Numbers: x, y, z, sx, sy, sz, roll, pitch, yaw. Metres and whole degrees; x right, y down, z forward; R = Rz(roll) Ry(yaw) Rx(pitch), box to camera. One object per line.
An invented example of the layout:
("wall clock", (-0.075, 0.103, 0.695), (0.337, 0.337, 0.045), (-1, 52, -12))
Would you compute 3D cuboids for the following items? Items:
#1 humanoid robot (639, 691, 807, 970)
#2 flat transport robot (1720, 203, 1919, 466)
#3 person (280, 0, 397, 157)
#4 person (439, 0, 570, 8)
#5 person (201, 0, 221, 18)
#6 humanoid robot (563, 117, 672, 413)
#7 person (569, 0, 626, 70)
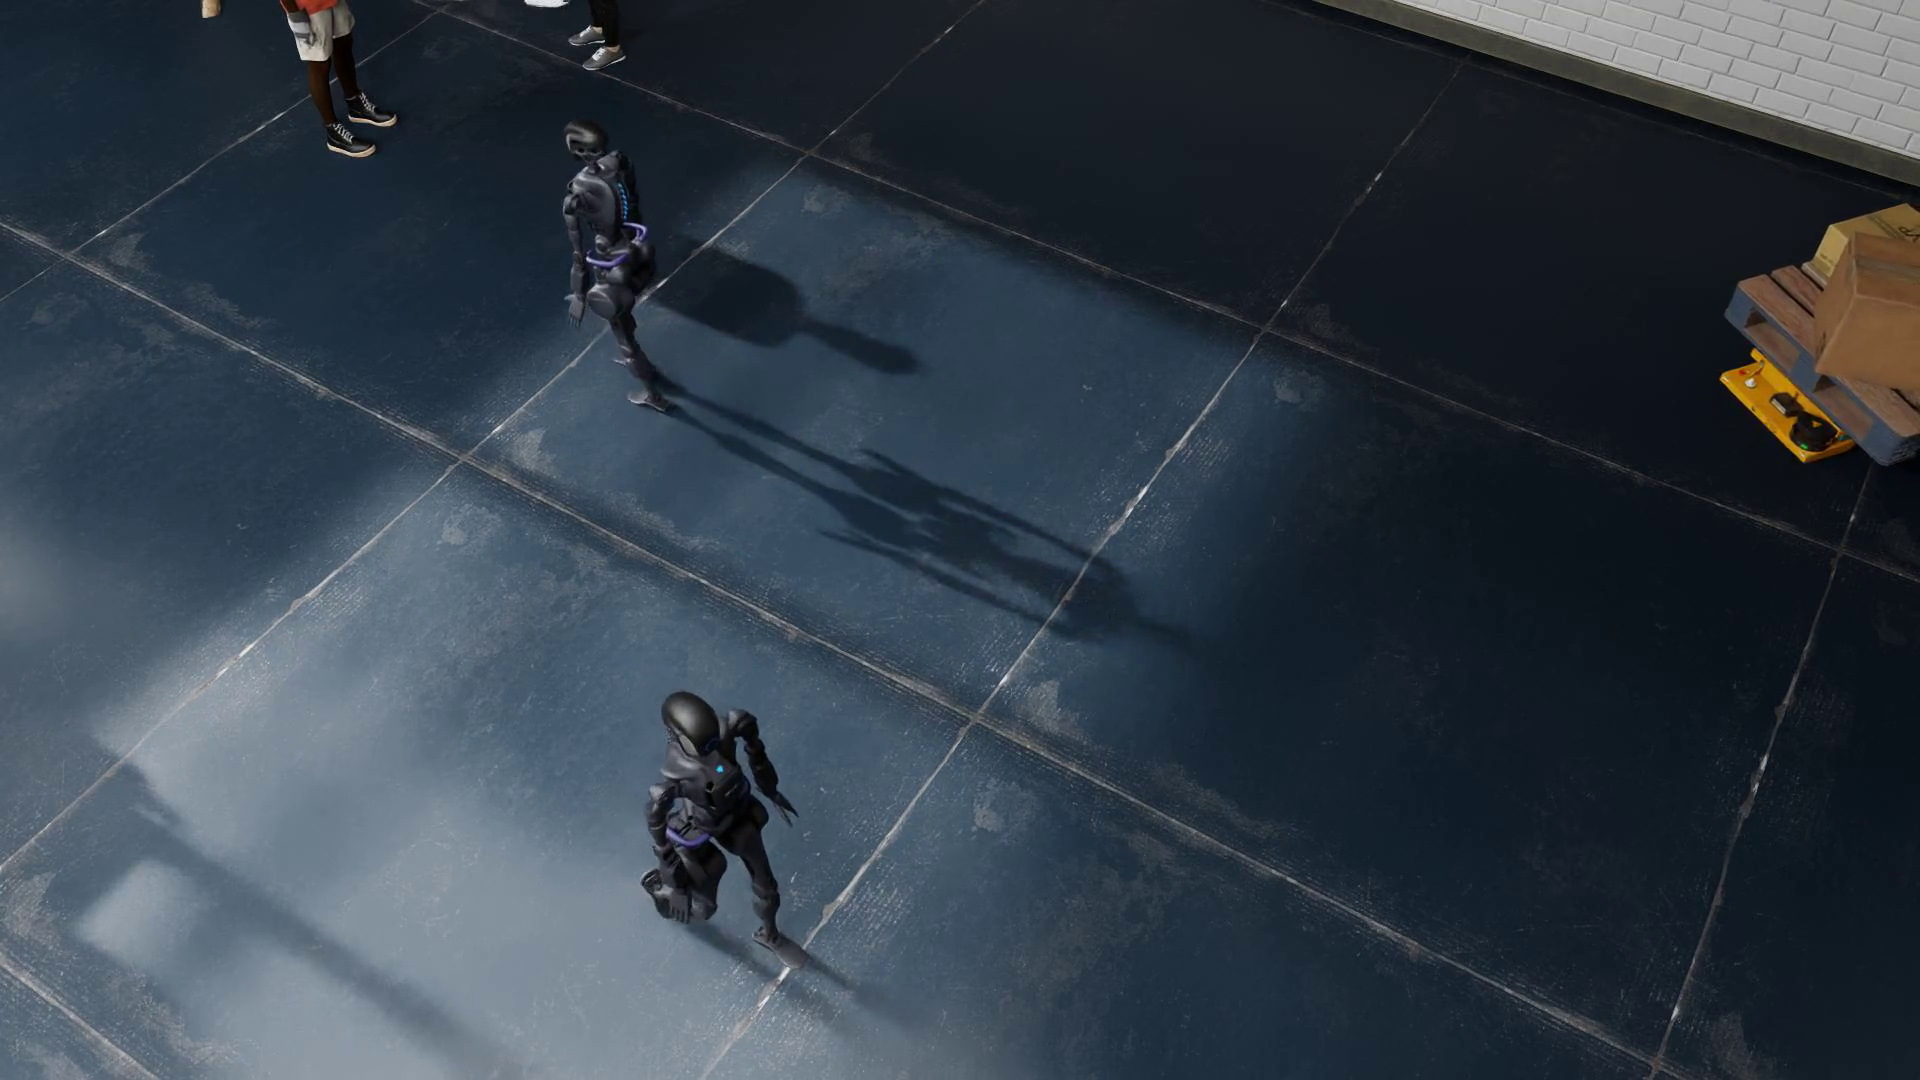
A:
("humanoid robot", (-0.912, 1.010, 6.015), (0.678, 1.636, 0.595), (30, 55, 24))
("flat transport robot", (4.724, -0.846, 8.555), (1.431, 0.231, 0.659), (-17, 51, -14))
("person", (-3.651, -3.107, 9.413), (0.373, 1.958, 0.606), (8, 49, 7))
("person", (-3.080, -4.223, 10.442), (0.902, 1.881, 0.595), (-6, 49, -5))
("person", (-5.095, -4.347, 10.559), (0.491, 1.869, 0.793), (-10, 50, -8))
("humanoid robot", (-1.702, -1.312, 8.033), (0.532, 1.643, 0.601), (19, 52, 16))
("person", (-2.321, -3.705, 10.064), (0.447, 1.757, 0.768), (-18, 51, -15))
